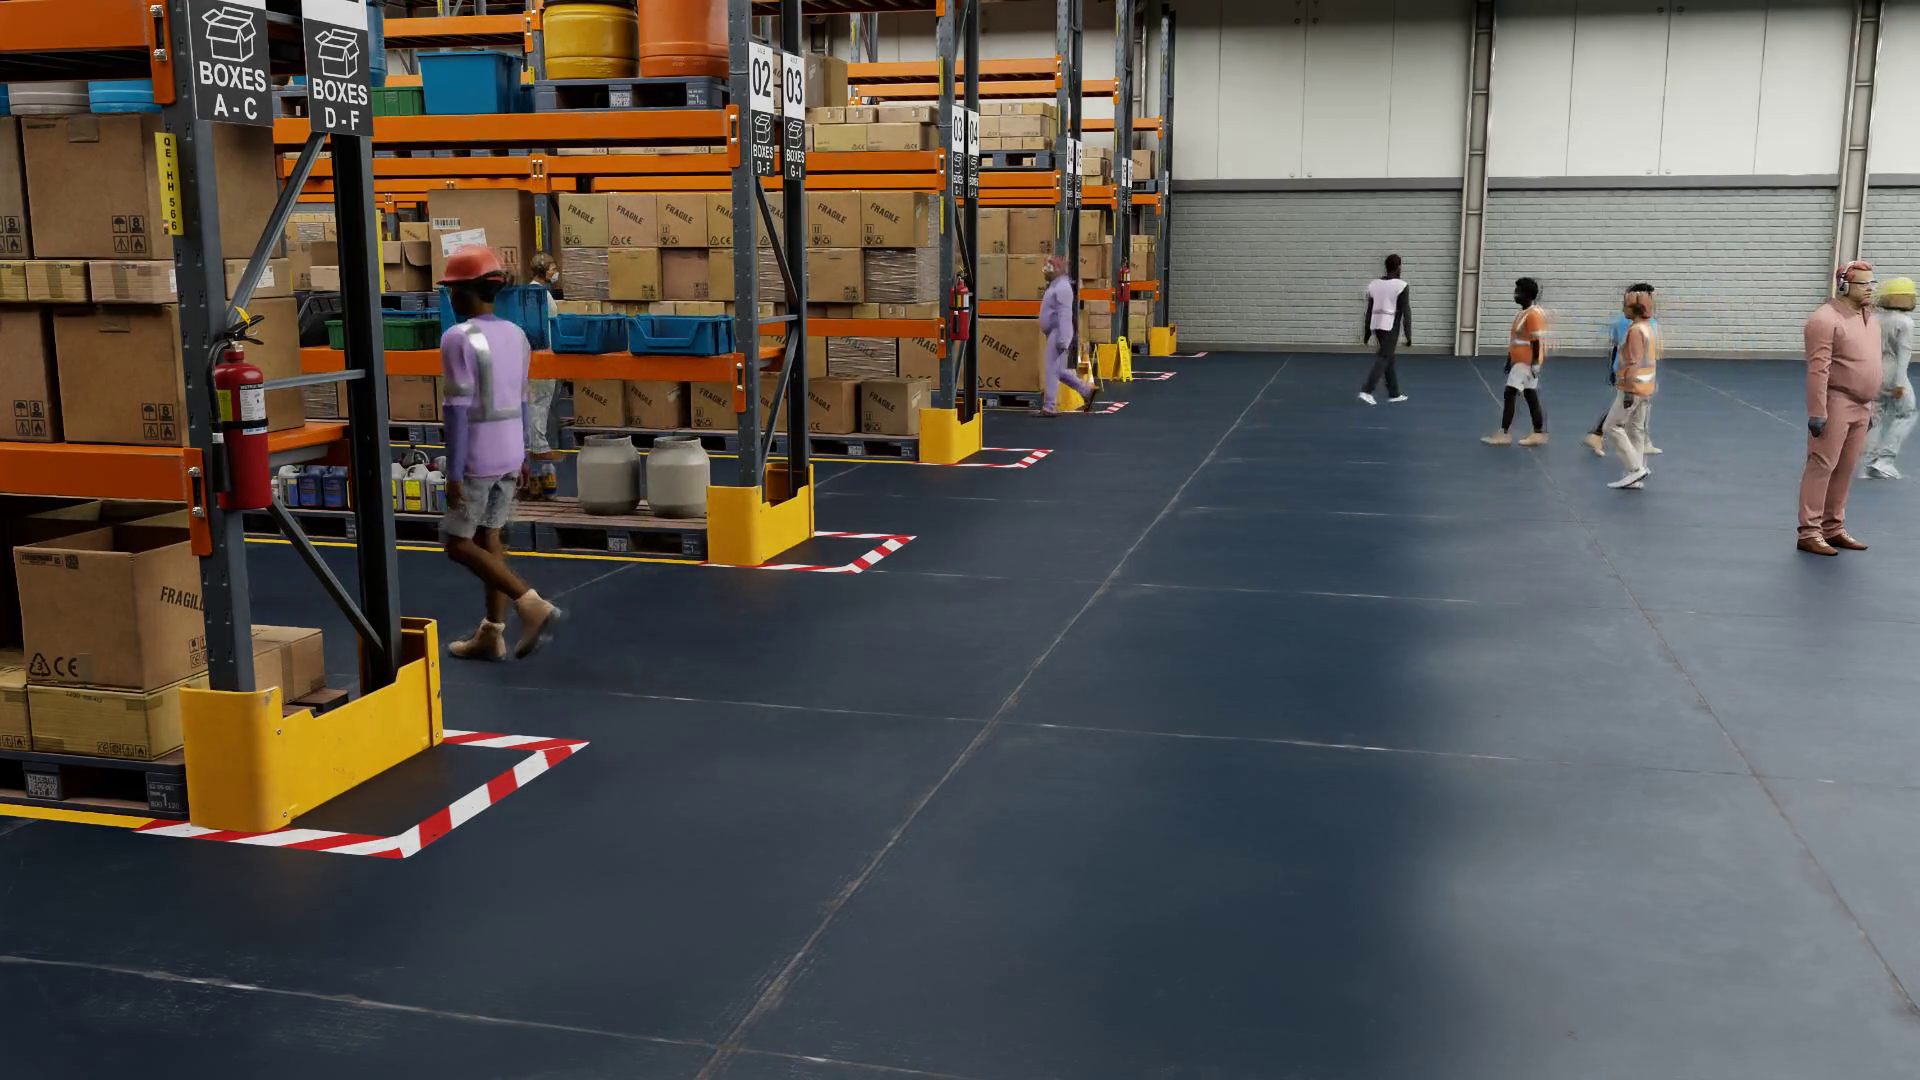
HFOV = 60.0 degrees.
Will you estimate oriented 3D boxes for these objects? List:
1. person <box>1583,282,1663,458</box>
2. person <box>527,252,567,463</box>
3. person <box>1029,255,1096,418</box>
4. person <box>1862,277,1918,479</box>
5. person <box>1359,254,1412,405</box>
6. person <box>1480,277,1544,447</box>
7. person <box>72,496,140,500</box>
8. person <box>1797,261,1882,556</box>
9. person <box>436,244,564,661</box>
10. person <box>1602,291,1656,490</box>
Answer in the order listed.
[{"bbox_3d":[6.273,-1.594,15.644,0.870,1.660,0.531,-2,11,-14],"label":"person"},{"bbox_3d":[-3.856,-1.675,15.344,0.368,1.932,0.623,-3,11,-15],"label":"person"},{"bbox_3d":[1.194,-2.351,19.240,0.754,1.871,0.670,-1,10,-6],"label":"person"},{"bbox_3d":[7.944,-1.371,14.198,0.394,1.726,0.489,-2,11,-13],"label":"person"},{"bbox_3d":[5.321,-2.628,20.786,0.993,1.877,0.610,-7,12,-34],"label":"person"},{"bbox_3d":[5.469,-1.746,16.426,0.752,1.661,0.546,1,10,8],"label":"person"},{"bbox_3d":[-4.844,-0.461,9.455,0.410,1.615,0.516,2,10,9],"label":"person"},{"bbox_3d":[5.775,-0.858,10.865,0.655,1.906,0.407,-7,12,-33],"label":"person"},{"bbox_3d":[-2.218,-0.385,7.917,0.584,2.023,0.624,3,11,17],"label":"person"},{"bbox_3d":[5.465,-1.208,13.555,0.372,1.626,0.538,6,12,31],"label":"person"}]
